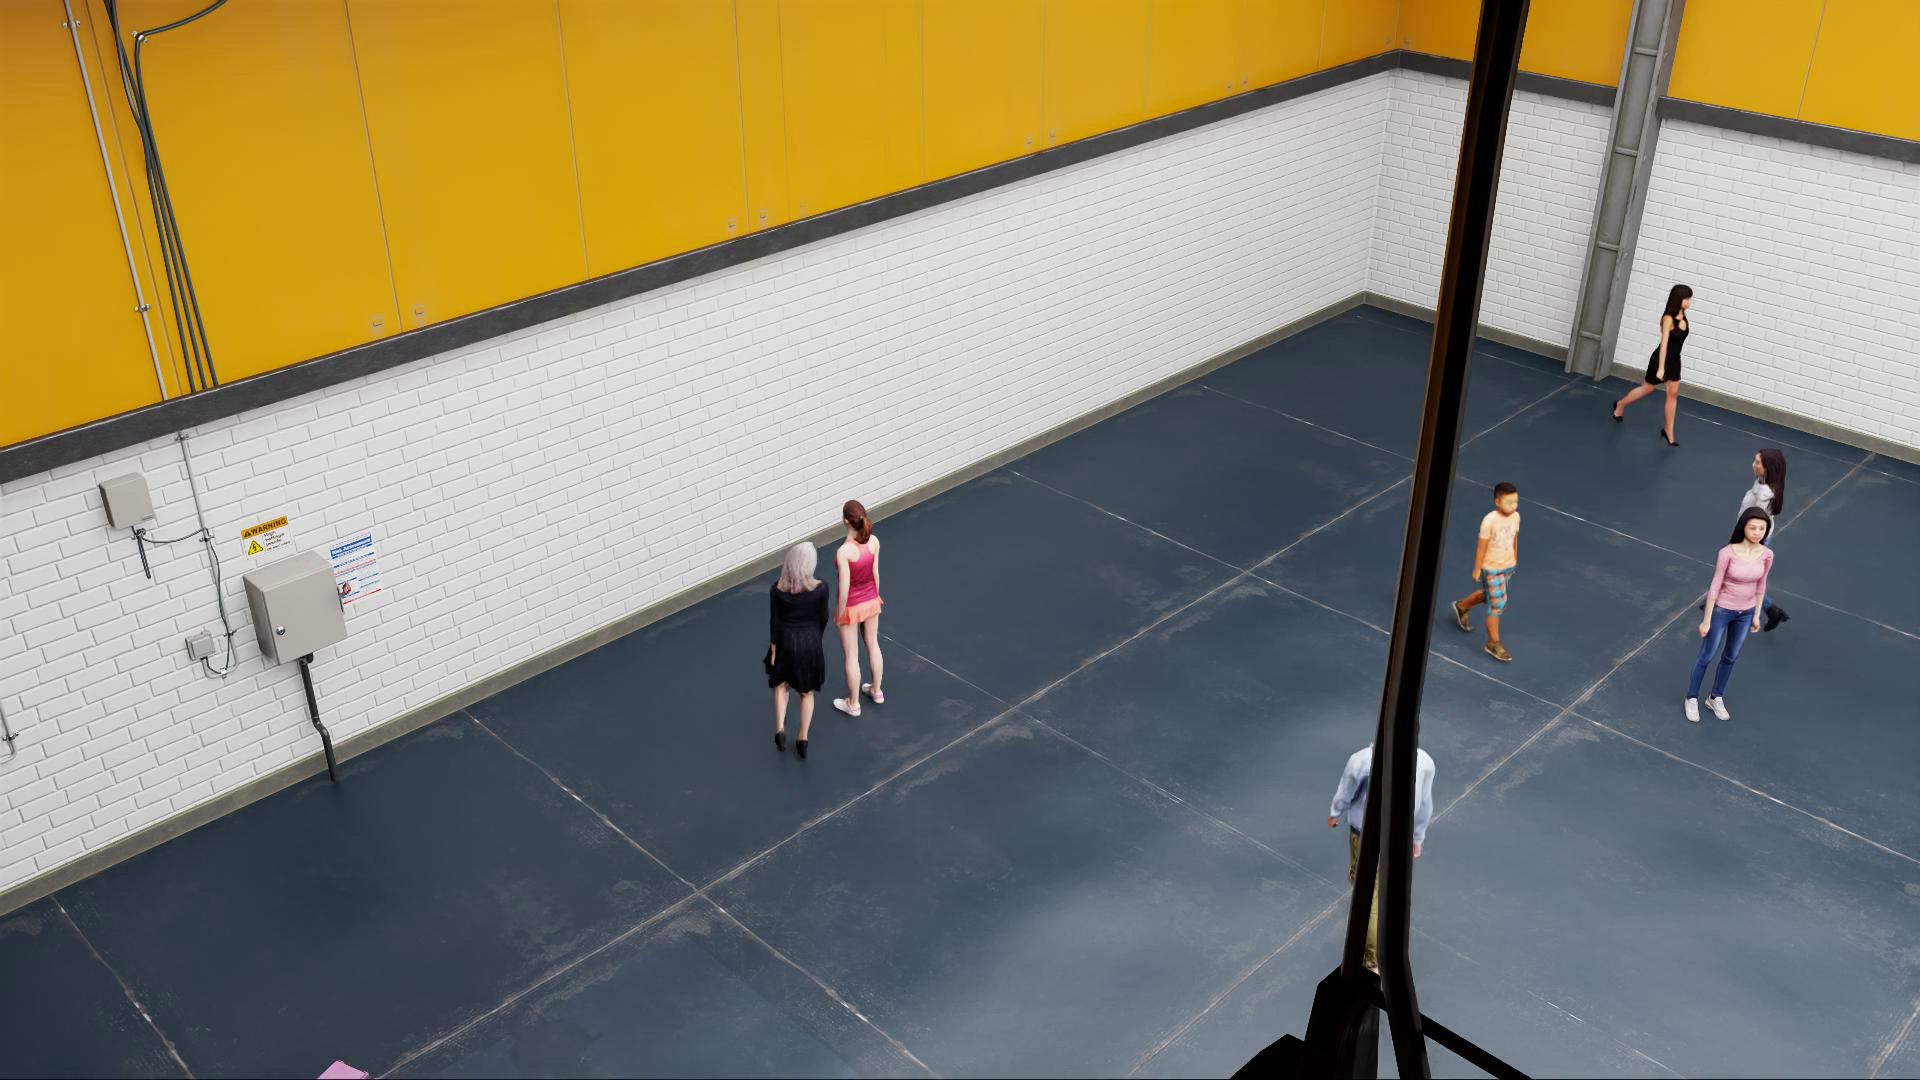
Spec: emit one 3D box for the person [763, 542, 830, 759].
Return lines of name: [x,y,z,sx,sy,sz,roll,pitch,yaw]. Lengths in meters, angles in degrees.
person: [-1.088,0.816,11.752,0.756,1.728,0.792,-8,30,-15]

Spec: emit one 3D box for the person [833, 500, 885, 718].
person: [-0.759,0.486,12.329,0.554,1.754,0.549,-25,37,-38]

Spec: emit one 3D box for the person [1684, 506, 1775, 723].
person: [5.683,0.538,12.246,0.648,1.742,0.703,-1,29,-1]

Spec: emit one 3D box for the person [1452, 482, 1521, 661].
person: [4.207,0.188,13.204,0.682,1.439,0.991,-16,33,-27]

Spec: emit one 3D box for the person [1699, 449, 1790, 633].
person: [6.414,0.033,13.310,0.966,1.611,0.750,17,33,29]

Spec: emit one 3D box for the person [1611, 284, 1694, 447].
person: [6.950,-1.773,16.611,0.671,1.618,1.073,-19,34,-31]

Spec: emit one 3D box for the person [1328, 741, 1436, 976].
person: [2.511,1.814,9.886,1.141,1.762,1.265,-3,29,-6]
